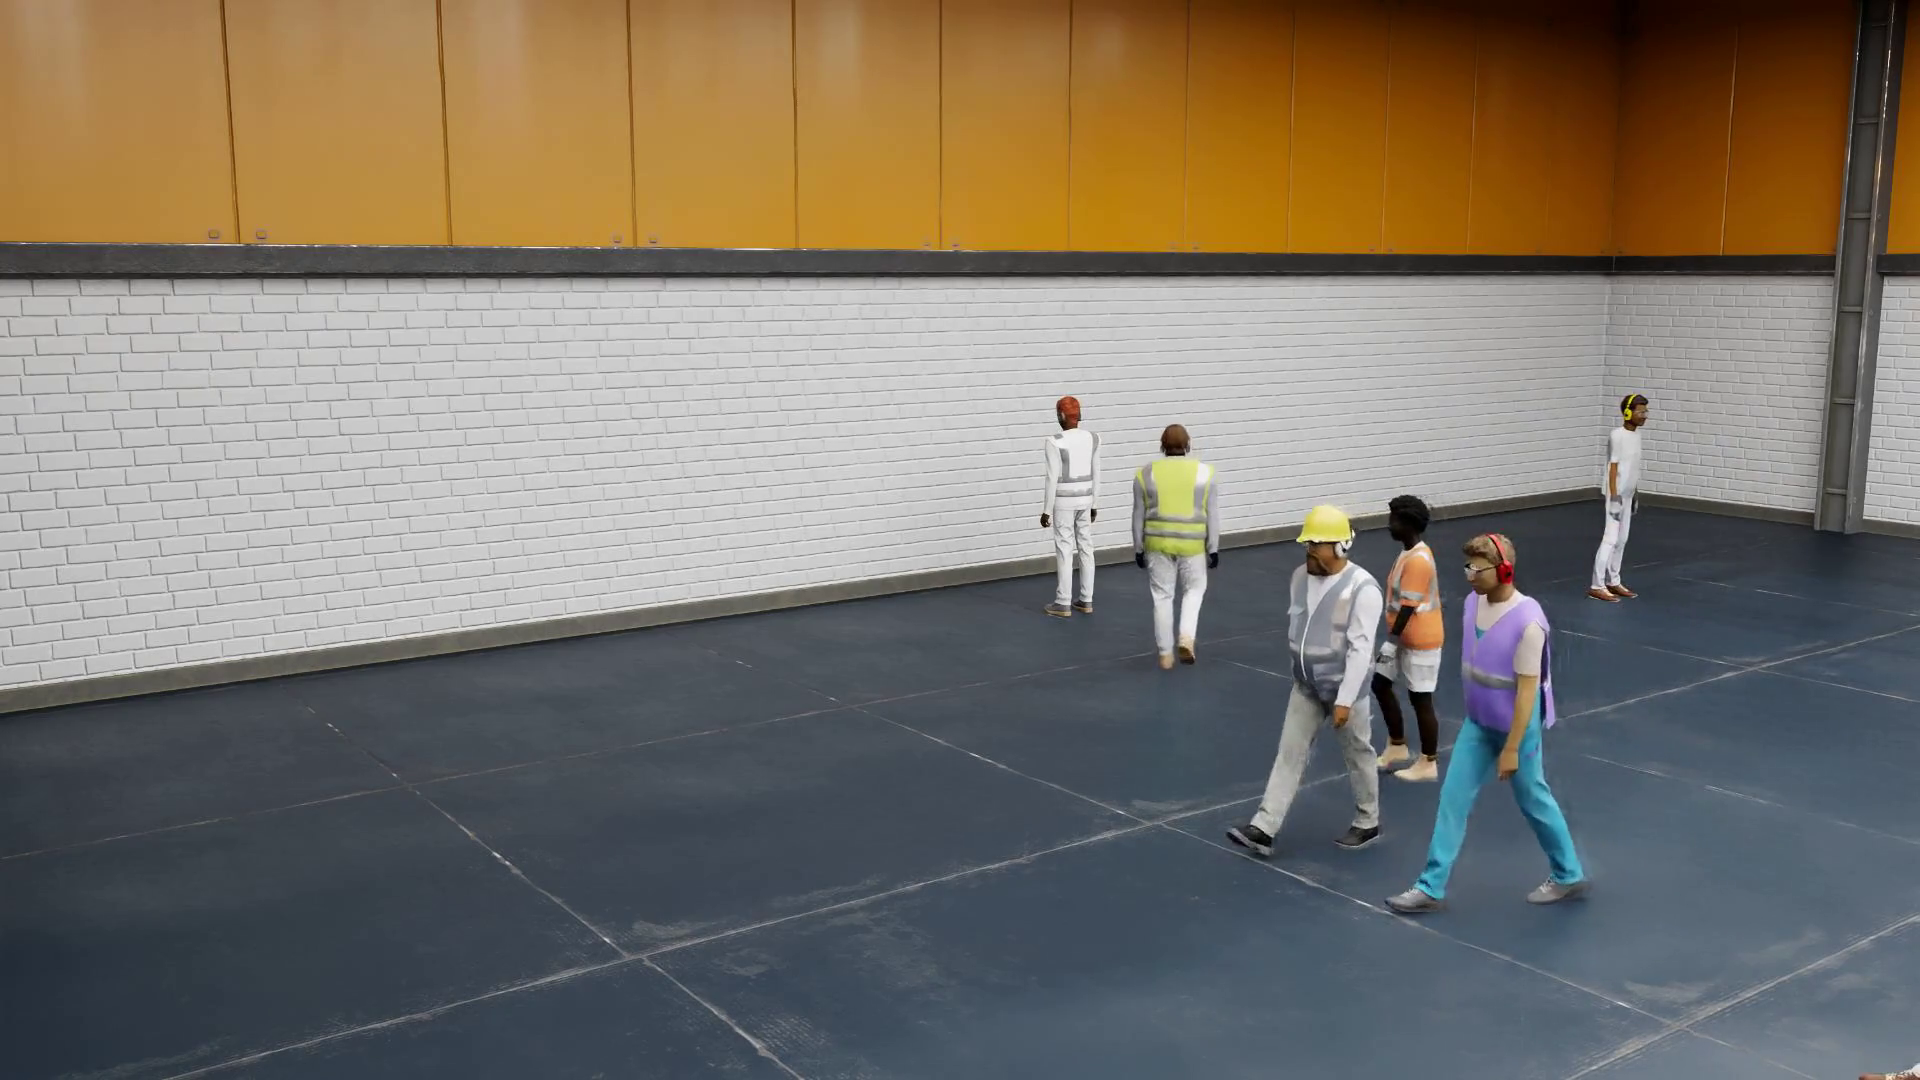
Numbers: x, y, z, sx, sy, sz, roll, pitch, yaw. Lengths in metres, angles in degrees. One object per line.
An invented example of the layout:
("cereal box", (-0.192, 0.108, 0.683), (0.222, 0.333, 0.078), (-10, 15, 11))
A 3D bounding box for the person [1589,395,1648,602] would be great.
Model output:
("person", (5.932, -0.377, 14.892), (0.509, 1.858, 0.349), (-8, 12, -40))

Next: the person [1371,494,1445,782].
("person", (2.549, 0.577, 9.559), (0.513, 1.675, 0.536), (1, 9, 5))

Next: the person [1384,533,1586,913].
("person", (2.481, 0.841, 7.610), (0.995, 1.787, 0.578), (-3, 10, -18))

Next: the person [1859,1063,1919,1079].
("person", (3.658, 1.142, 5.586), (0.912, 1.837, 0.509), (5, 11, 30))

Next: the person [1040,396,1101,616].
("person", (0.947, -0.291, 14.255), (0.573, 1.887, 0.355), (-6, 11, -32))

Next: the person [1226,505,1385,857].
("person", (1.780, 0.721, 8.307), (0.917, 1.781, 0.606), (-6, 11, -34))

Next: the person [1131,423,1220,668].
("person", (1.592, 0.050, 12.318), (0.653, 1.829, 0.443), (2, 9, 9))
